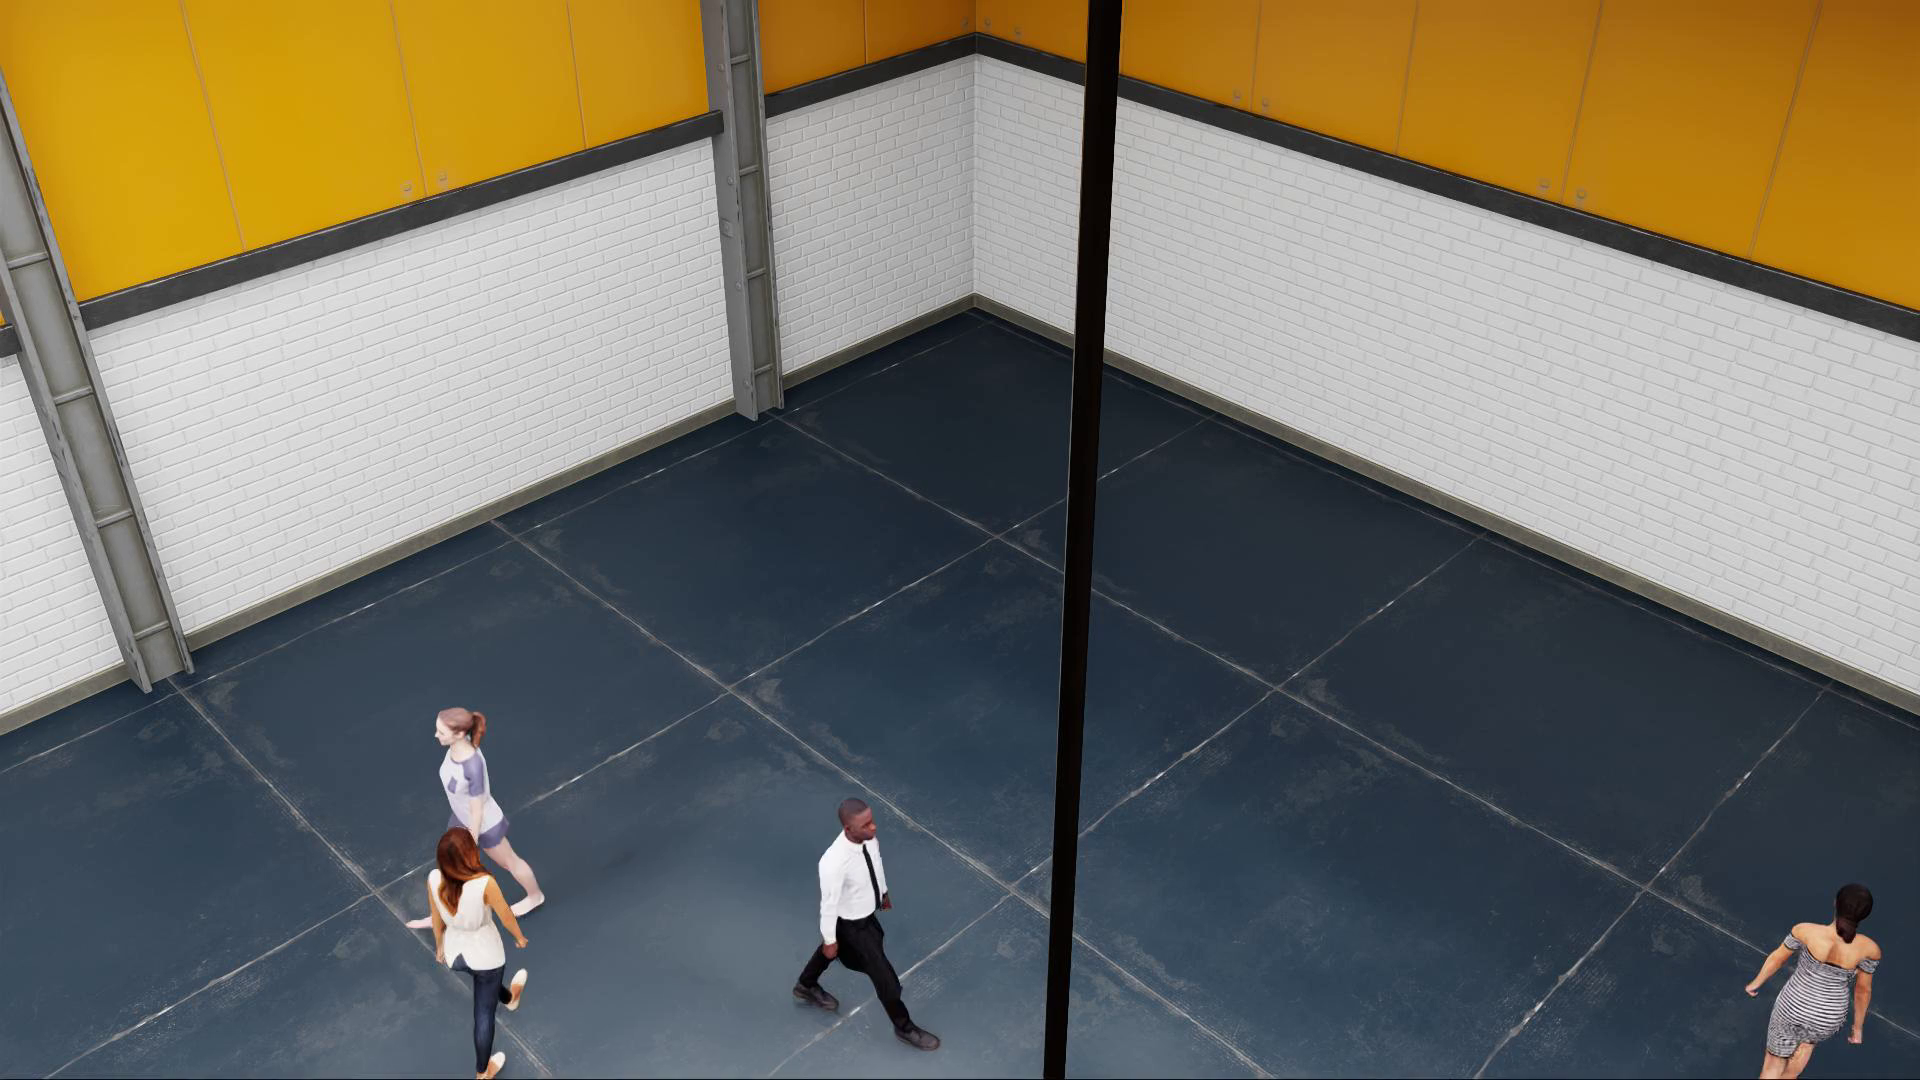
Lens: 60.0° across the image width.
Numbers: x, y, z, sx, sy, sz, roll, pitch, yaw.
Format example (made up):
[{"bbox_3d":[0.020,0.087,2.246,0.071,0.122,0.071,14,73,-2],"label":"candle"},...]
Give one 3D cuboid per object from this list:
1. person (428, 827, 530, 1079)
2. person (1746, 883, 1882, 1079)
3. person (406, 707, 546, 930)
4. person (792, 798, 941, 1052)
[{"bbox_3d":[-2.768,2.400,9.363,0.924,1.753,1.112,8,35,12],"label":"person"},{"bbox_3d":[4.574,2.636,8.966,0.854,1.799,0.845,10,35,15],"label":"person"},{"bbox_3d":[-2.919,1.733,10.390,1.131,1.728,0.755,-20,38,-27],"label":"person"},{"bbox_3d":[-0.682,2.177,9.671,1.042,1.784,1.248,14,36,19],"label":"person"}]
